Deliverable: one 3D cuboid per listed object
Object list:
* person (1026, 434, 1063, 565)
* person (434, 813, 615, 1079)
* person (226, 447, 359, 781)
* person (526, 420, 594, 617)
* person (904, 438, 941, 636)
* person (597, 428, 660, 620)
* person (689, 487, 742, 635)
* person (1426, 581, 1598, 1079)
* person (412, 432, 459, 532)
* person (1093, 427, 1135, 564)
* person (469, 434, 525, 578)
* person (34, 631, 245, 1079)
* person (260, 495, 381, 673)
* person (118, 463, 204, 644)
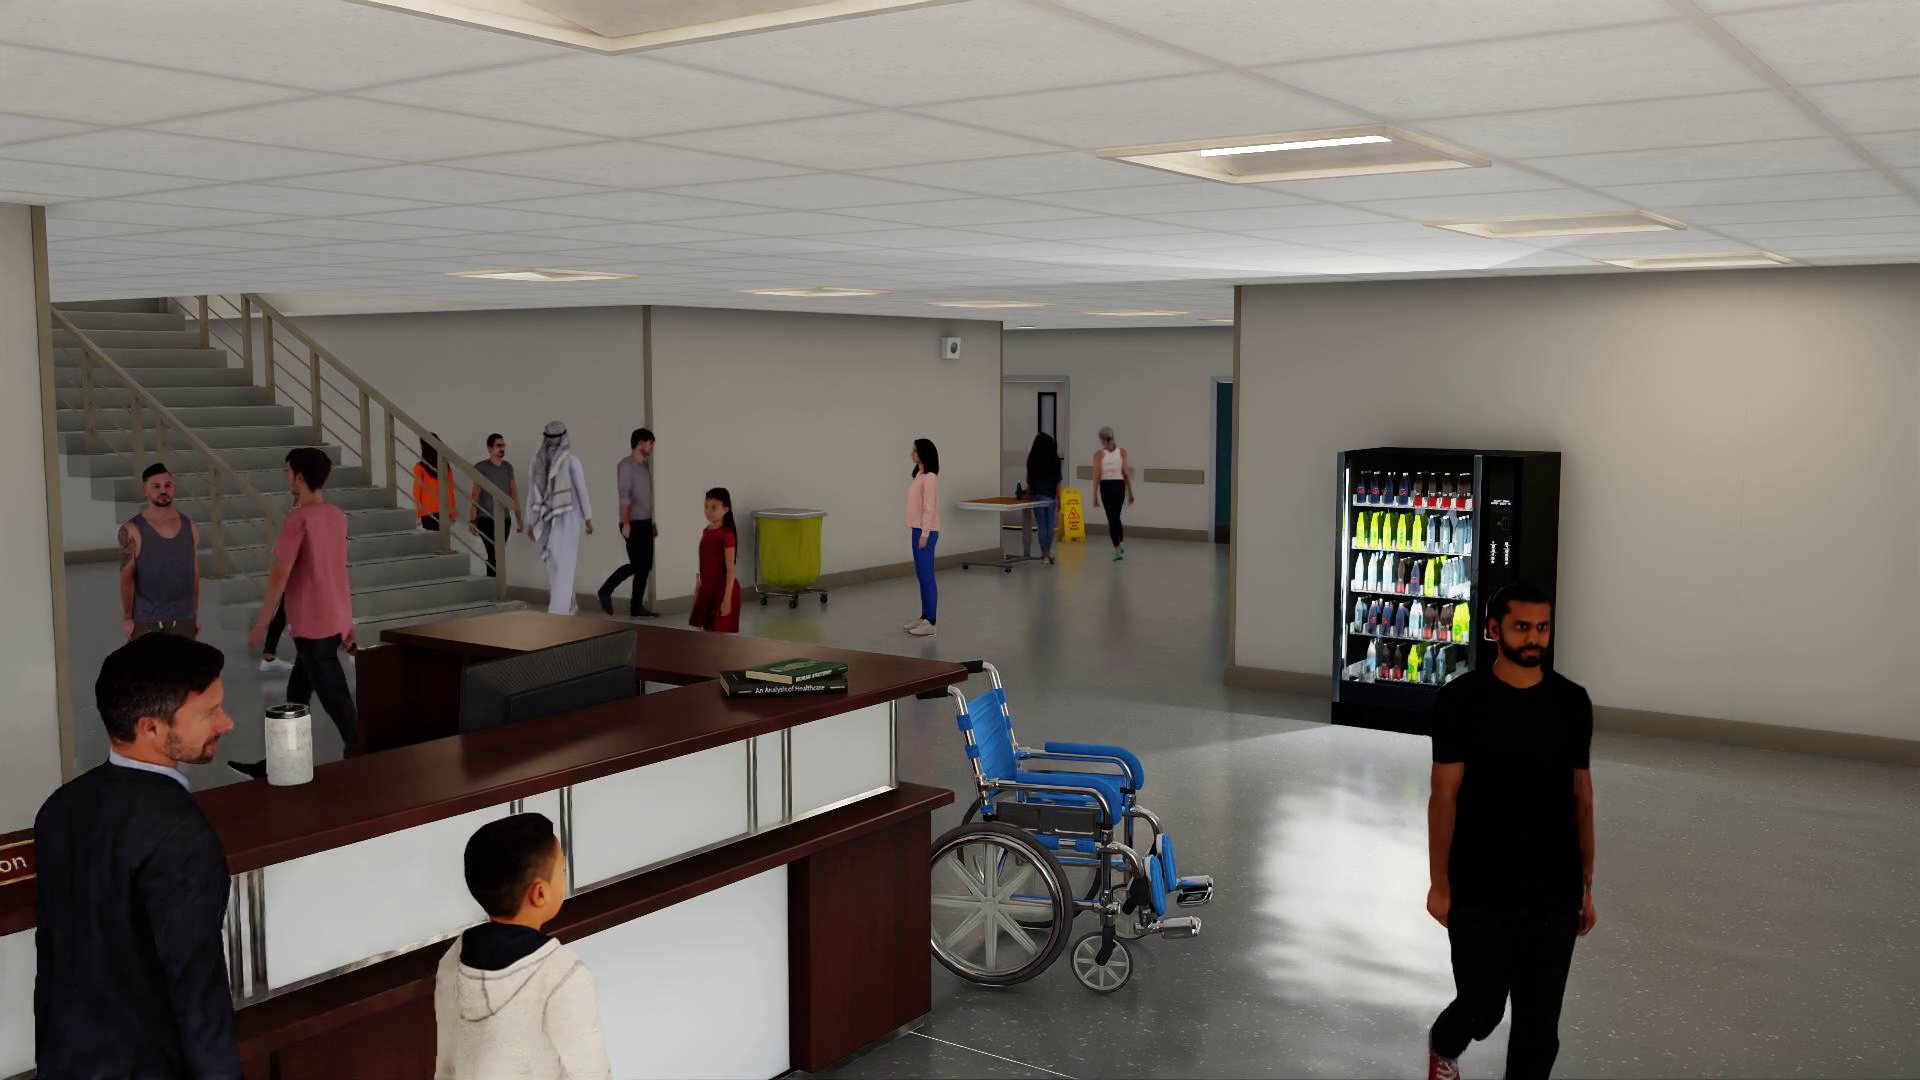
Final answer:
[{"bbox_3d":[1.021,-0.462,20.199,1.089,1.571,1.065,0,6,-2],"label":"person"},{"bbox_3d":[-0.948,1.296,3.365,0.444,1.441,0.647,5,7,38],"label":"person"},{"bbox_3d":[-3.344,0.503,8.905,1.254,1.910,1.029,0,6,4],"label":"person"},{"bbox_3d":[-3.675,-0.106,15.032,1.114,1.897,0.952,2,6,17],"label":"person"},{"bbox_3d":[-0.316,-0.039,14.998,0.774,1.770,0.708,-1,6,-11],"label":"person"},{"bbox_3d":[-3.158,-0.142,15.831,0.927,1.808,0.843,2,6,20],"label":"person"},{"bbox_3d":[-1.702,0.388,11.914,0.696,1.538,0.645,-4,7,-33],"label":"person"},{"bbox_3d":[1.599,0.991,4.893,0.938,1.744,0.975,-1,6,-5],"label":"person"},{"bbox_3d":[-5.357,-0.224,17.154,1.097,1.707,0.651,4,7,33],"label":"person"},{"bbox_3d":[1.895,-0.541,20.466,0.780,1.674,0.831,-1,6,-9],"label":"person"},{"bbox_3d":[-4.734,-0.192,16.698,0.821,1.735,0.652,4,7,35],"label":"person"},{"bbox_3d":[-1.641,1.129,3.155,1.200,1.816,0.771,3,7,30],"label":"person"},{"bbox_3d":[-5.149,0.273,12.865,0.863,1.576,1.115,-5,7,-38],"label":"person"},{"bbox_3d":[-4.909,0.441,10.232,0.671,1.846,0.641,-5,8,-43],"label":"person"}]
